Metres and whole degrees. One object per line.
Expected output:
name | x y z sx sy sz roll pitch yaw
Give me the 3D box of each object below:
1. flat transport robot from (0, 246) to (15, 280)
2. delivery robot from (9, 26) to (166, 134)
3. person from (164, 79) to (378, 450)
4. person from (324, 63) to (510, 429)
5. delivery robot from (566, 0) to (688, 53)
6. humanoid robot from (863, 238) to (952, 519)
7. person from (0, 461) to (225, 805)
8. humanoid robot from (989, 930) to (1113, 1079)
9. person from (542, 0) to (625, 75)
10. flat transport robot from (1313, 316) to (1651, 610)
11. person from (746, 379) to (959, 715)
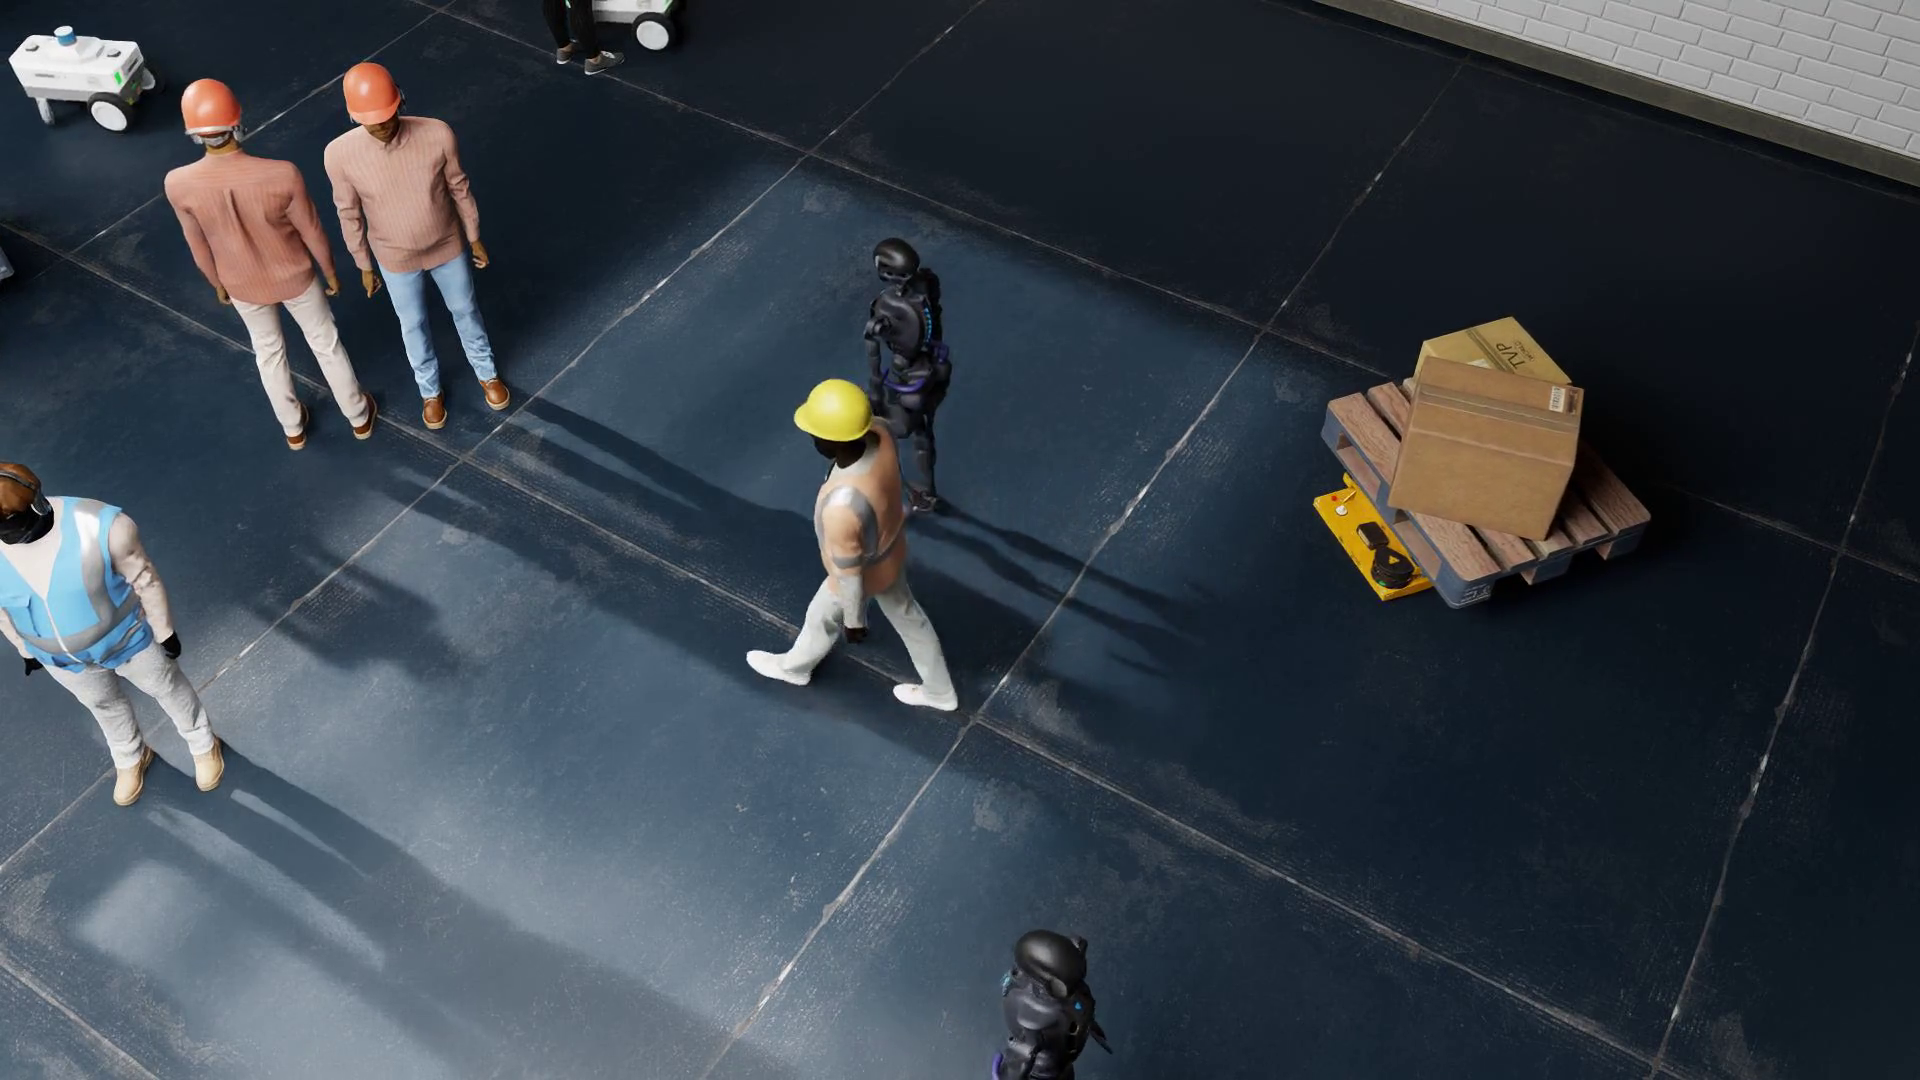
flat transport robot | -5.838 -1.383 9.024 0.659 0.231 1.431 -29 55 -23
delivery robot | -5.315 -2.824 10.089 0.734 0.587 0.522 5 49 5
person | -3.217 -1.257 7.780 0.609 1.984 0.409 -7 49 -6
person | -2.560 -1.381 7.877 0.621 1.993 0.379 -19 51 -16
delivery robot | -2.150 -3.487 10.663 0.751 0.579 0.504 3 49 3
humanoid robot | -0.239 -0.707 7.496 0.350 1.647 0.608 24 53 19
person | -3.350 0.379 6.440 0.618 1.845 0.430 -8 49 -7
humanoid robot | 0.266 1.729 5.380 0.394 1.645 0.590 17 51 14
person | -2.412 -3.649 10.018 0.761 1.754 0.448 29 55 23
flat transport robot | 2.491 -0.184 7.976 1.431 0.231 0.659 -17 51 -14
person | -0.440 0.053 6.702 0.980 1.869 0.605 15 51 13
